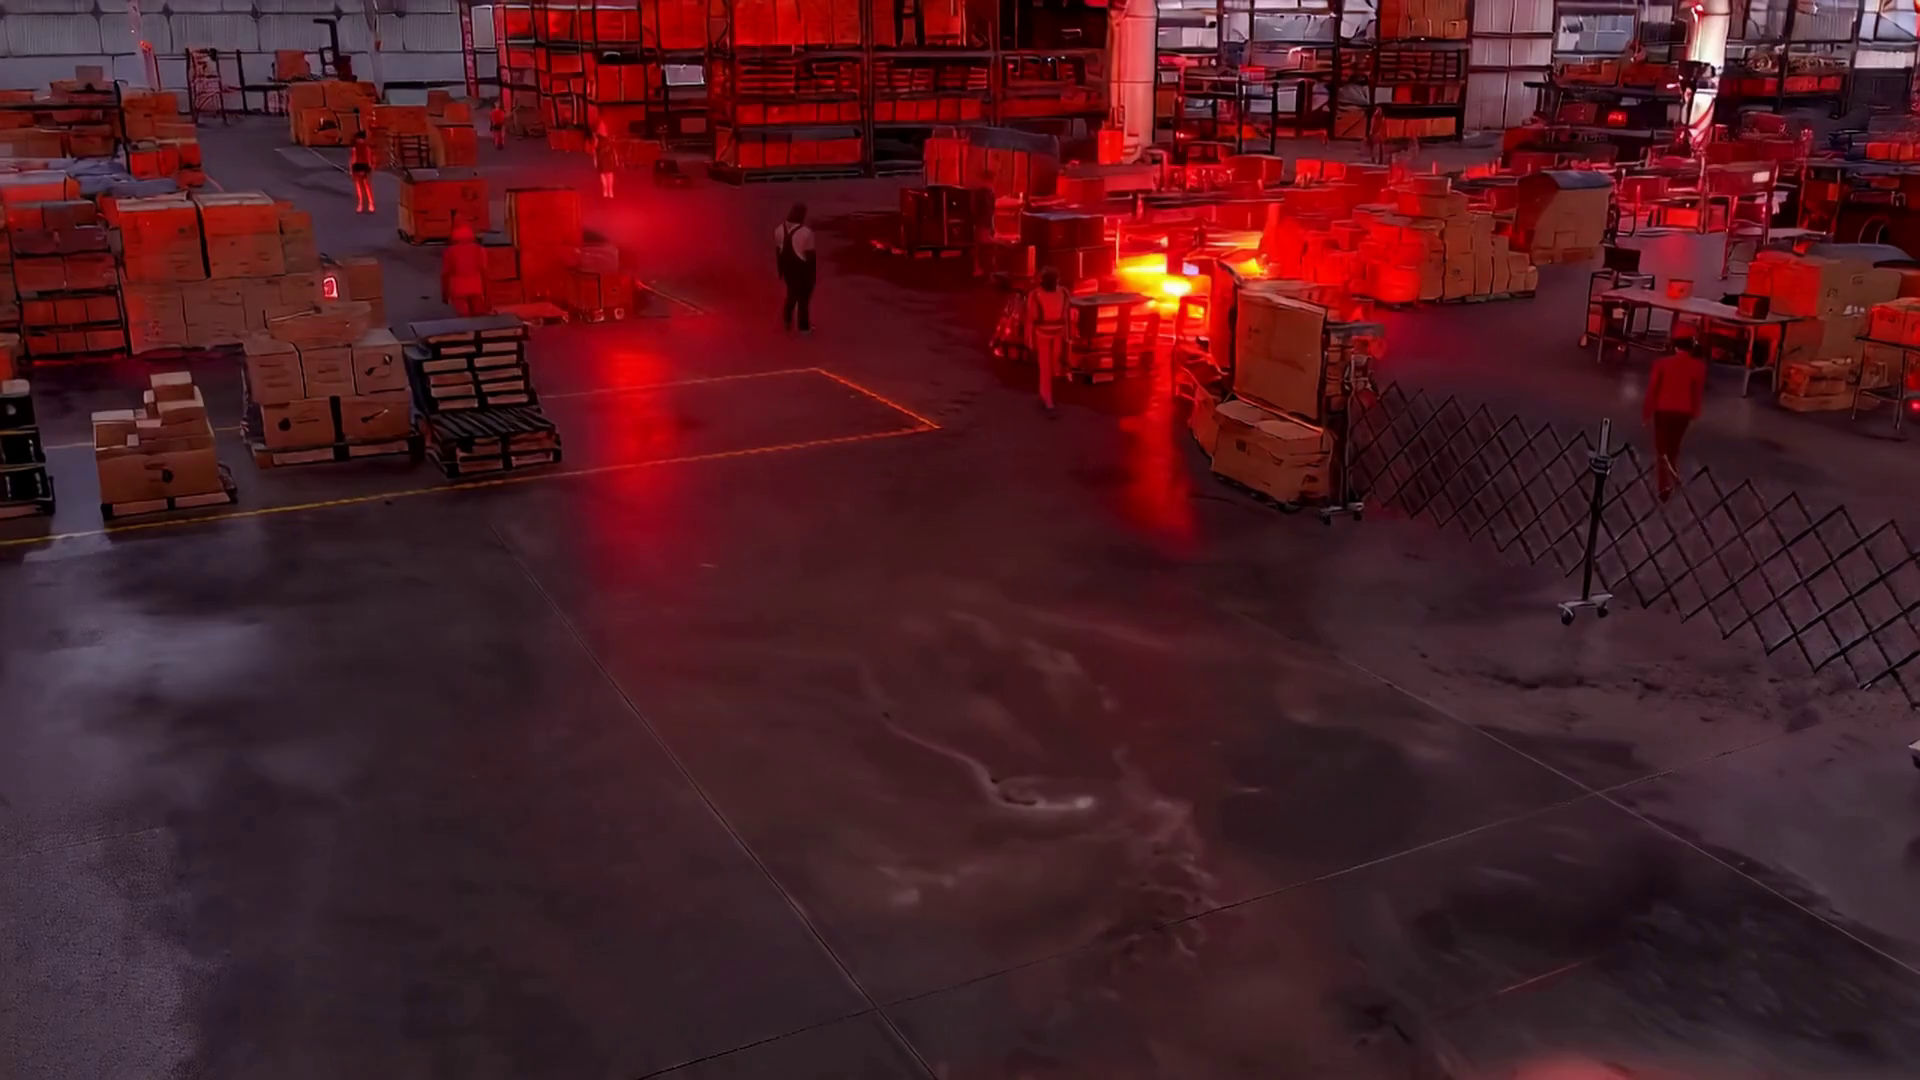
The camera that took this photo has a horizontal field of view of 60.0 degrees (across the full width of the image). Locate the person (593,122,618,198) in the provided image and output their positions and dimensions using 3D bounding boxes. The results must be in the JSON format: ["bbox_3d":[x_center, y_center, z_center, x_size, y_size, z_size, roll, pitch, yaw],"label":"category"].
[{"bbox_3d":[-9.184,-9.859,43.113,0.617,1.940,0.794,-2,18,-7],"label":"person"}]

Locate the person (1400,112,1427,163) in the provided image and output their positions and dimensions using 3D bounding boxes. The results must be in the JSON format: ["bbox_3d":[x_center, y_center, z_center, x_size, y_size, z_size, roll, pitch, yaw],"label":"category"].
[{"bbox_3d":[14.353,-12.709,52.537,0.875,1.574,0.510,-5,18,-15],"label":"person"}]

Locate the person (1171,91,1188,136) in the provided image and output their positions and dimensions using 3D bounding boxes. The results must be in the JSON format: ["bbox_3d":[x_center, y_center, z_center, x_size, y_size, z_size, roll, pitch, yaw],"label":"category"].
[{"bbox_3d":[8.252,-16.127,62.834,0.594,1.804,0.907,-7,19,-21],"label":"person"}]

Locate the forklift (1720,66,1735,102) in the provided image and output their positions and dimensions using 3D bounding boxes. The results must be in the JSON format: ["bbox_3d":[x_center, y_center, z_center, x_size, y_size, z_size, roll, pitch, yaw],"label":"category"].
[{"bbox_3d":[25.853,-14.772,56.887,1.129,2.768,1.873,-9,20,-26],"label":"forklift"}]

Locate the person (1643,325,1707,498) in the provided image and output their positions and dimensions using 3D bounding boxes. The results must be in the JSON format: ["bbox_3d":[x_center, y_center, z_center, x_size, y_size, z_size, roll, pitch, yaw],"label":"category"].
[{"bbox_3d":[7.183,-1.299,16.744,0.532,1.725,0.883,4,18,11],"label":"person"}]

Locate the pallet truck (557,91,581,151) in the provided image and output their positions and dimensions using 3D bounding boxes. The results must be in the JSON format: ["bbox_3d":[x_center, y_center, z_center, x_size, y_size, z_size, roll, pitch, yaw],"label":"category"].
[{"bbox_3d":[-13.495,-14.412,57.188,0.823,1.965,1.885,-3,18,-9],"label":"pallet truck"}]

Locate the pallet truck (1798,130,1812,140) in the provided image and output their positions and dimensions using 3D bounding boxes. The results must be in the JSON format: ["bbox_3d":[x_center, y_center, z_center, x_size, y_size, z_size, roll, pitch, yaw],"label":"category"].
[{"bbox_3d":[25.526,-11.556,49.408,1.630,1.274,0.653,-9,20,-26],"label":"pallet truck"}]

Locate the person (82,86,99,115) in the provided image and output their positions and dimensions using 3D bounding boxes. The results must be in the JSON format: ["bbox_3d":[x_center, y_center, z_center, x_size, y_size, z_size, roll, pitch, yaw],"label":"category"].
[{"bbox_3d":[-32.972,-16.288,63.192,0.605,1.901,0.540,-6,19,-18],"label":"person"}]

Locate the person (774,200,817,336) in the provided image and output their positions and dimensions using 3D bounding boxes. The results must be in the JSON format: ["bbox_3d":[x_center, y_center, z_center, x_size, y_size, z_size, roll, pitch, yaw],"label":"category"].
[{"bbox_3d":[-2.403,-4.068,24.871,0.698,2.000,0.537,11,21,30],"label":"person"}]

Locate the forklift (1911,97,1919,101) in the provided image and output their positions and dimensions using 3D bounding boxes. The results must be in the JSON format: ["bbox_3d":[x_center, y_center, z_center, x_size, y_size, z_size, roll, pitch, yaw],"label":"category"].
[{"bbox_3d":[40.551,-18.652,68.983,1.129,2.768,1.873,-9,20,-26],"label":"forklift"}]

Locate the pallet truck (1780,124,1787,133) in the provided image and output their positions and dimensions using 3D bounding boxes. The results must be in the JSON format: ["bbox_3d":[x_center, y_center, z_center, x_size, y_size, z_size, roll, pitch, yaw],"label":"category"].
[{"bbox_3d":[25.206,-12.542,52.601,1.601,1.201,0.680,0,18,-2],"label":"pallet truck"}]

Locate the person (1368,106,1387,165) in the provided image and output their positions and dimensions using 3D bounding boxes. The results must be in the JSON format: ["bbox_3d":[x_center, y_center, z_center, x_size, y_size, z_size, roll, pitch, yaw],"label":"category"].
[{"bbox_3d":[12.526,-12.086,50.105,0.396,1.901,0.643,-10,20,-29],"label":"person"}]

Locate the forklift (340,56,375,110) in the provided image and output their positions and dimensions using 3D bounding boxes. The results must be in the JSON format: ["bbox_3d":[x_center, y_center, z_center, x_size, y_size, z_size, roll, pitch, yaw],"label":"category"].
[{"bbox_3d":[-25.337,-18.623,68.892,1.873,2.768,1.129,-9,20,-26],"label":"forklift"}]

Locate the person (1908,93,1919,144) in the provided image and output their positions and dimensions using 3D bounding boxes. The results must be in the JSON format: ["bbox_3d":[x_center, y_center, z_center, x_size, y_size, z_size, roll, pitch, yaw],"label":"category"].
[{"bbox_3d":[34.335,-15.153,59.645,0.603,1.913,0.924,10,20,28],"label":"person"}]

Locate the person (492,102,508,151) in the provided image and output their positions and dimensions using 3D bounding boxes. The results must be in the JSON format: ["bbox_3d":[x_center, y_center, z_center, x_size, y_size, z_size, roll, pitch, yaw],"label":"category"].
[{"bbox_3d":[-15.858,-14.224,57.142,0.538,1.662,0.774,-13,22,-35],"label":"person"}]

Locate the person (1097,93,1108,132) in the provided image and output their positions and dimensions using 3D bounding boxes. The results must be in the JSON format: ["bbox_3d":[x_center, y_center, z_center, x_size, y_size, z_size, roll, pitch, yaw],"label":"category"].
[{"bbox_3d":[5.144,-15.262,60.024,0.423,1.885,0.698,16,24,41],"label":"person"}]

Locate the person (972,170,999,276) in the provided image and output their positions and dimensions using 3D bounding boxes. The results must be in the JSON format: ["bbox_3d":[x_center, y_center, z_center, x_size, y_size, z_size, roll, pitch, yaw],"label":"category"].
[{"bbox_3d":[0.475,-5.808,30.499,0.559,1.906,0.693,13,22,35],"label":"person"}]

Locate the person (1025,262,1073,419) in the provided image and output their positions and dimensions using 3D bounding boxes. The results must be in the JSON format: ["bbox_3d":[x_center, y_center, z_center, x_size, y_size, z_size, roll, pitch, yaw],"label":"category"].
[{"bbox_3d":[1.057,-2.448,20.128,0.584,1.855,0.884,-6,19,-17],"label":"person"}]

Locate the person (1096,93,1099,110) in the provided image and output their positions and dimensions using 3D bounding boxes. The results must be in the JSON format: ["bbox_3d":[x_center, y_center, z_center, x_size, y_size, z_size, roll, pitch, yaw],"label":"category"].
[{"bbox_3d":[5.424,-16.176,62.630,0.618,2.030,0.622,-14,22,-37],"label":"person"}]

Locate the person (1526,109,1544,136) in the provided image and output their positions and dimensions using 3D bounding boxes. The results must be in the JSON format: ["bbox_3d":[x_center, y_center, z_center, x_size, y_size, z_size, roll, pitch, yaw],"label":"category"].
[{"bbox_3d":[17.158,-12.029,50.056,0.770,1.806,0.627,-8,19,-24],"label":"person"}]

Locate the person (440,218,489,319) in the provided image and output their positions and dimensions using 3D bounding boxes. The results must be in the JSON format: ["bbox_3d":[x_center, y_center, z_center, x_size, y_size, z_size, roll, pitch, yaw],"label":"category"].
[{"bbox_3d":[-6.830,-3.437,22.989,0.625,1.991,1.049,-9,20,-27],"label":"person"}]

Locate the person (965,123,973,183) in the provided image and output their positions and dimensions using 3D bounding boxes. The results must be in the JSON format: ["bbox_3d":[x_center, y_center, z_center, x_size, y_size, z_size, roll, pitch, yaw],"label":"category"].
[{"bbox_3d":[0.286,-10.768,46.344,0.321,1.684,0.539,-6,19,-19],"label":"person"}]

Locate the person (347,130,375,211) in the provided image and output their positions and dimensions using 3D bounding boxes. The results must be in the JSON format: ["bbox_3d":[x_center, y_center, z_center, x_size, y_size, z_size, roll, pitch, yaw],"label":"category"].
[{"bbox_3d":[-14.510,-8.936,40.237,0.542,1.928,0.399,-14,22,-36],"label":"person"}]

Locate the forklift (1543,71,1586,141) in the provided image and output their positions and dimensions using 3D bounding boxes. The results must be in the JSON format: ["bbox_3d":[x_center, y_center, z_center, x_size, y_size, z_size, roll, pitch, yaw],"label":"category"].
[{"bbox_3d":[18.685,-13.231,52.085,1.873,2.768,1.129,-9,20,-26],"label":"forklift"}]
